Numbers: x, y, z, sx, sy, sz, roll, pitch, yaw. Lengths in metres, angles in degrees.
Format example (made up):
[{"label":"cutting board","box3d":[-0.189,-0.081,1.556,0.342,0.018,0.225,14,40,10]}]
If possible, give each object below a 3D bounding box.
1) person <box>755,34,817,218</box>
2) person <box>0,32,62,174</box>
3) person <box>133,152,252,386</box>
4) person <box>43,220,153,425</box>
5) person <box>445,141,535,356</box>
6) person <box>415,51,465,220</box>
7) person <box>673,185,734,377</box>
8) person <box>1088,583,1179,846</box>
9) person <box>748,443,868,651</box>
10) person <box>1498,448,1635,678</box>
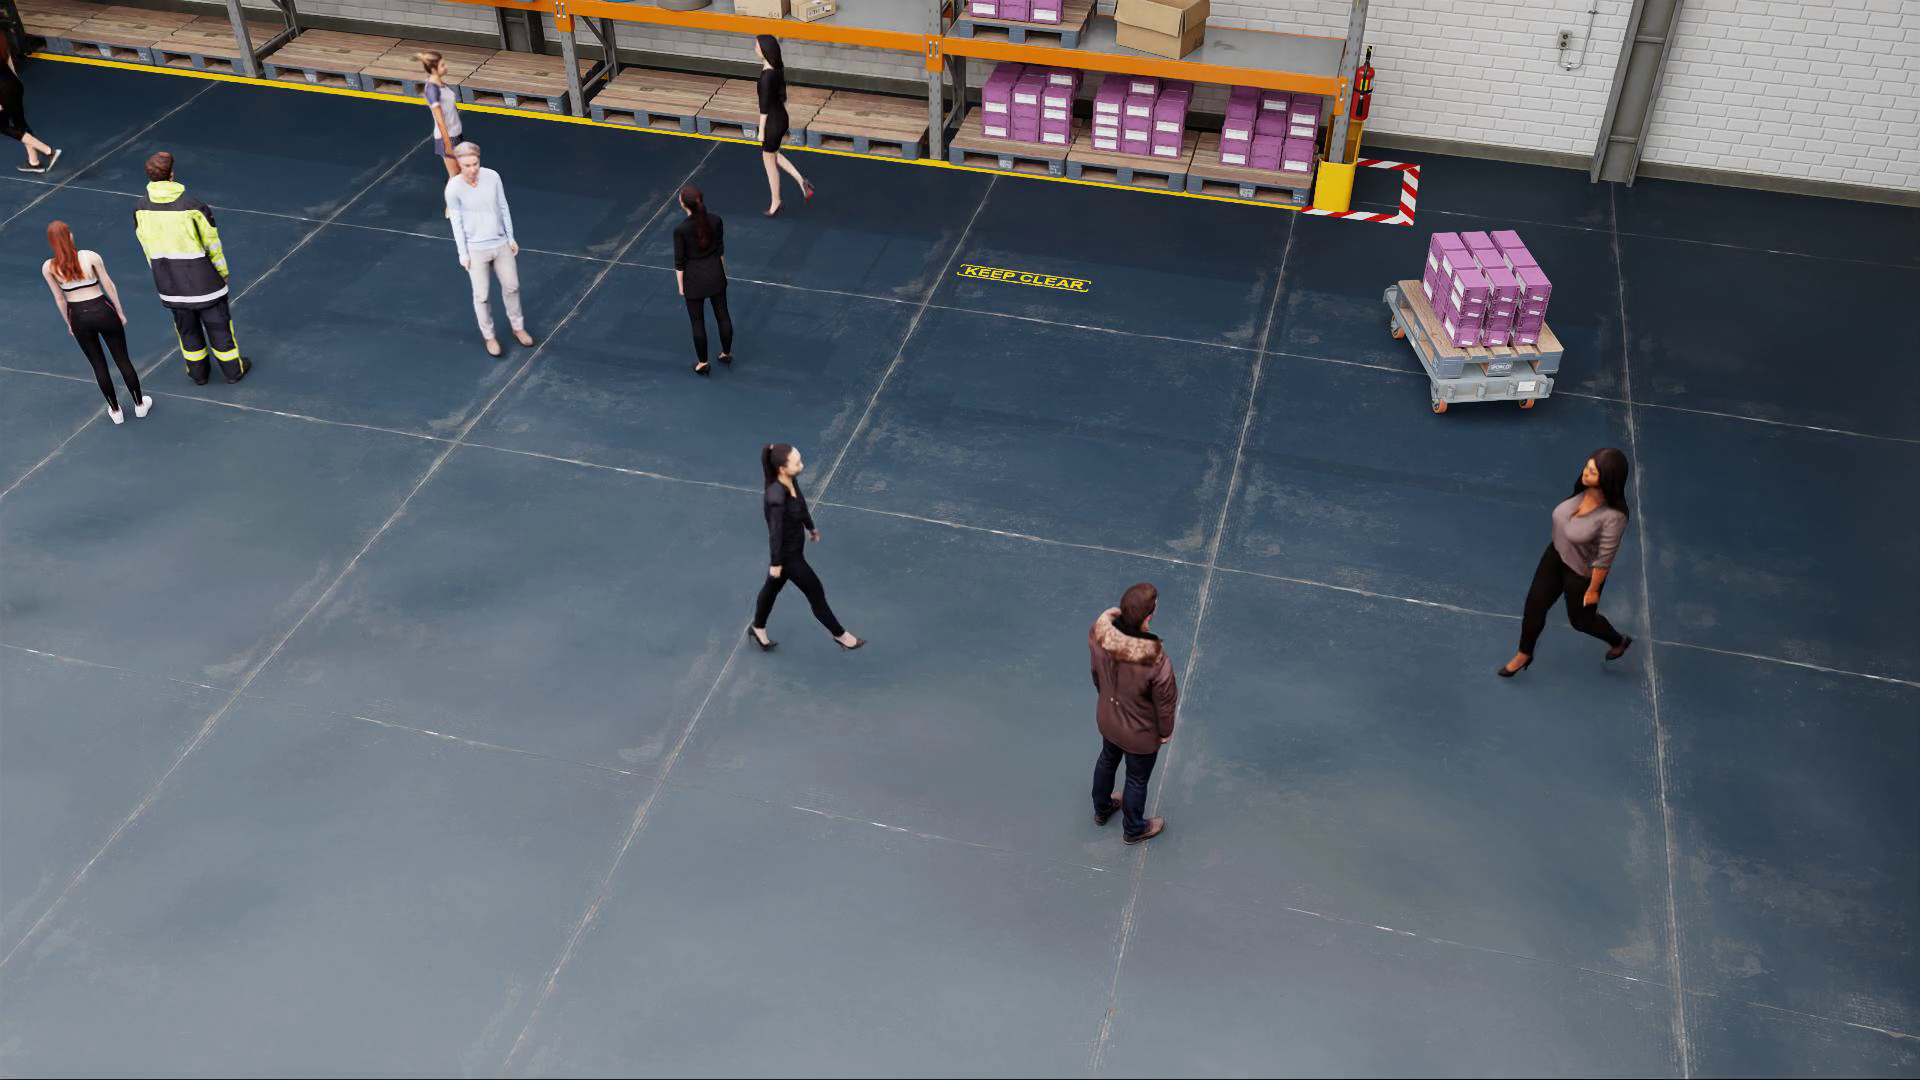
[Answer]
[{"label":"person","box3d":[-1.662,-3.838,15.568,0.744,1.793,0.605,8,39,10]},{"label":"person","box3d":[-9.263,-4.378,16.307,0.842,1.714,0.682,2,39,2]},{"label":"person","box3d":[-6.181,-2.152,13.306,0.734,1.981,0.910,-4,39,-5]},{"label":"person","box3d":[-6.727,-1.697,12.929,0.655,1.740,0.732,-16,41,-19]},{"label":"person","box3d":[-3.916,-2.425,13.723,0.747,1.887,0.785,-24,45,-27]},{"label":"person","box3d":[-4.847,-3.817,15.675,0.716,1.626,0.679,-6,39,-8]},{"label":"person","box3d":[-2.075,-2.101,13.502,0.675,1.658,0.727,-22,43,-25]},{"label":"person","box3d":[0.971,0.991,9.478,0.935,1.848,0.828,-30,47,-32]},{"label":"person","box3d":[-1.189,0.090,10.754,1.086,1.663,0.748,2,39,3]},{"label":"person","box3d":[3.982,0.189,10.509,1.193,1.814,0.980,-9,39,-11]}]
